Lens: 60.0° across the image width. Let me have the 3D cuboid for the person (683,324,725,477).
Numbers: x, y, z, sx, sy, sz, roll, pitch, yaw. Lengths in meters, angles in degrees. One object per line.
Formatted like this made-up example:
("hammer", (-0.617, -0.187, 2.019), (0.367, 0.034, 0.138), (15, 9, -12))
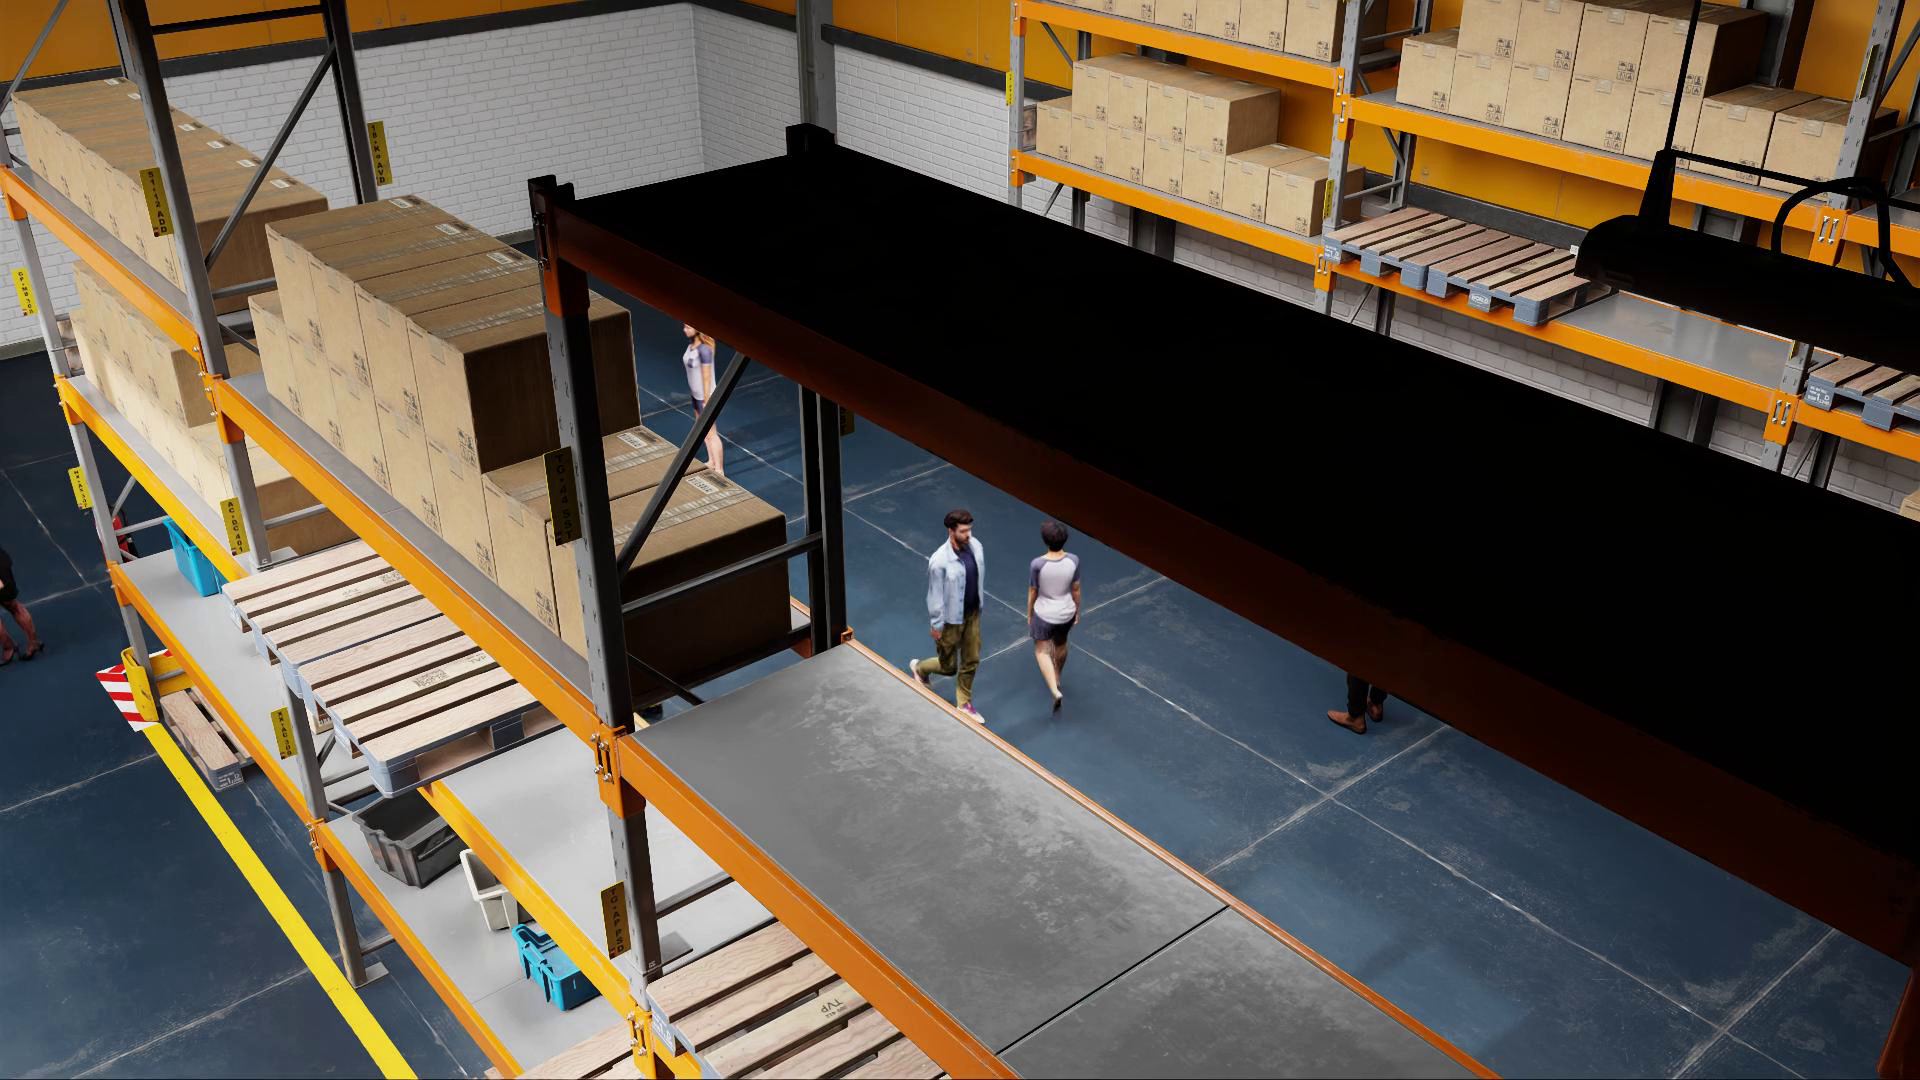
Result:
("person", (-2.478, -1.409, 16.211), (0.710, 1.728, 0.567), (-12, 31, -21))

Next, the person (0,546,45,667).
("person", (-7.590, 0.236, 13.232), (0.744, 1.692, 0.655), (-12, 31, -21))

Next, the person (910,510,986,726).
("person", (-0.072, 0.552, 12.551), (0.704, 1.791, 0.946), (-24, 37, -37))

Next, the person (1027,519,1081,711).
("person", (0.732, 0.587, 12.753), (0.820, 1.535, 1.016), (-6, 29, -10))
